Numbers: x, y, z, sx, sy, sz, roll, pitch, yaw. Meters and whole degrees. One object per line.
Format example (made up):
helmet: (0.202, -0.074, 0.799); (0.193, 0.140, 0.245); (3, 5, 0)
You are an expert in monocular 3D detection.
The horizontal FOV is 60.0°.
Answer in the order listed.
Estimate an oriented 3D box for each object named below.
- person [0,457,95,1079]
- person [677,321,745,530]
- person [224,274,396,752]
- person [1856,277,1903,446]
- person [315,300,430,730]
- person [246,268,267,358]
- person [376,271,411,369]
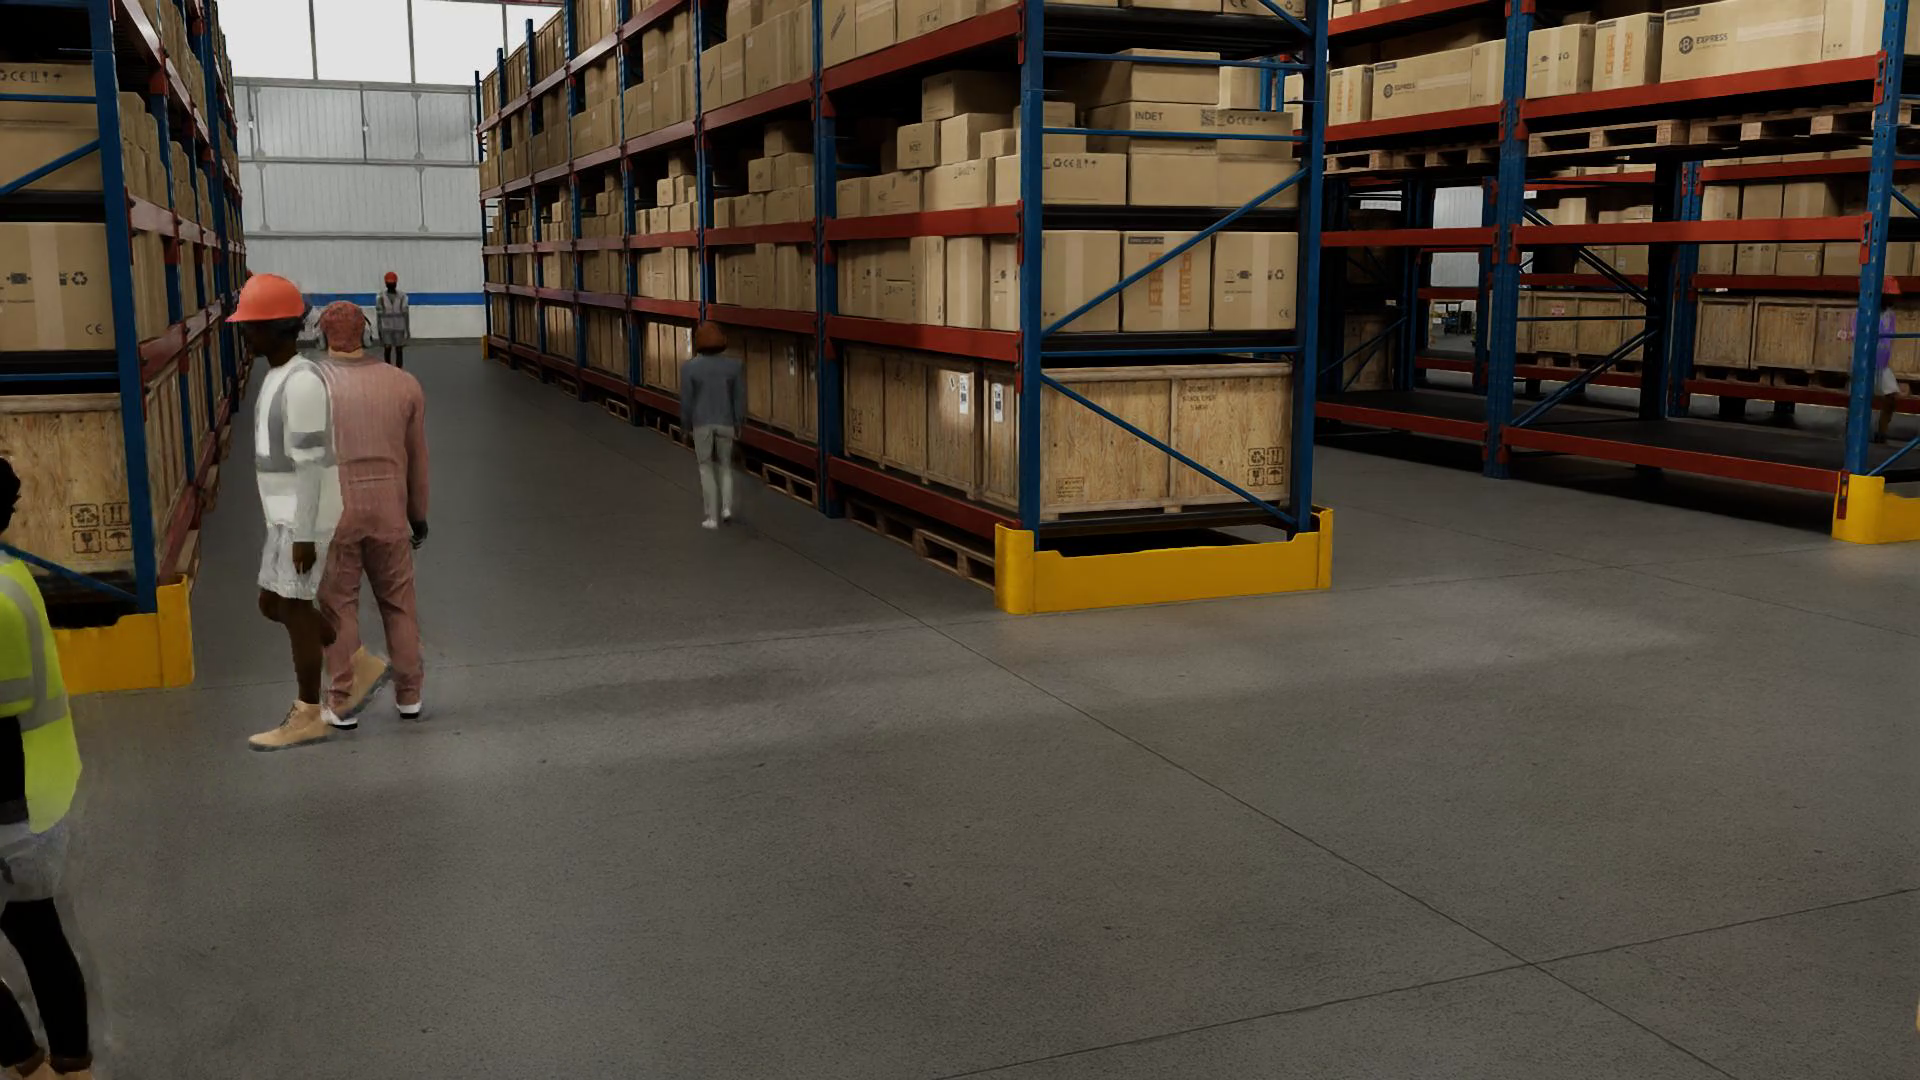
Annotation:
person: (-2.253, 0.601, 3.834); (0.423, 1.679, 0.558); (-5, 10, -25)
person: (-1.955, -0.893, 12.961); (0.513, 1.620, 0.401); (-4, 10, -25)
person: (-2.788, -0.114, 7.103); (0.564, 2.029, 0.616); (-6, 11, -33)
person: (9.855, -1.853, 17.828); (0.569, 1.912, 0.644); (-4, 10, -20)
person: (-2.709, -0.113, 7.456); (0.651, 1.904, 0.401); (-7, 12, -36)
person: (-15.606, -4.922, 36.118); (0.818, 1.966, 0.616); (-4, 10, -21)
person: (-9.676, -3.623, 28.434); (0.546, 1.913, 0.657); (-4, 10, -21)
